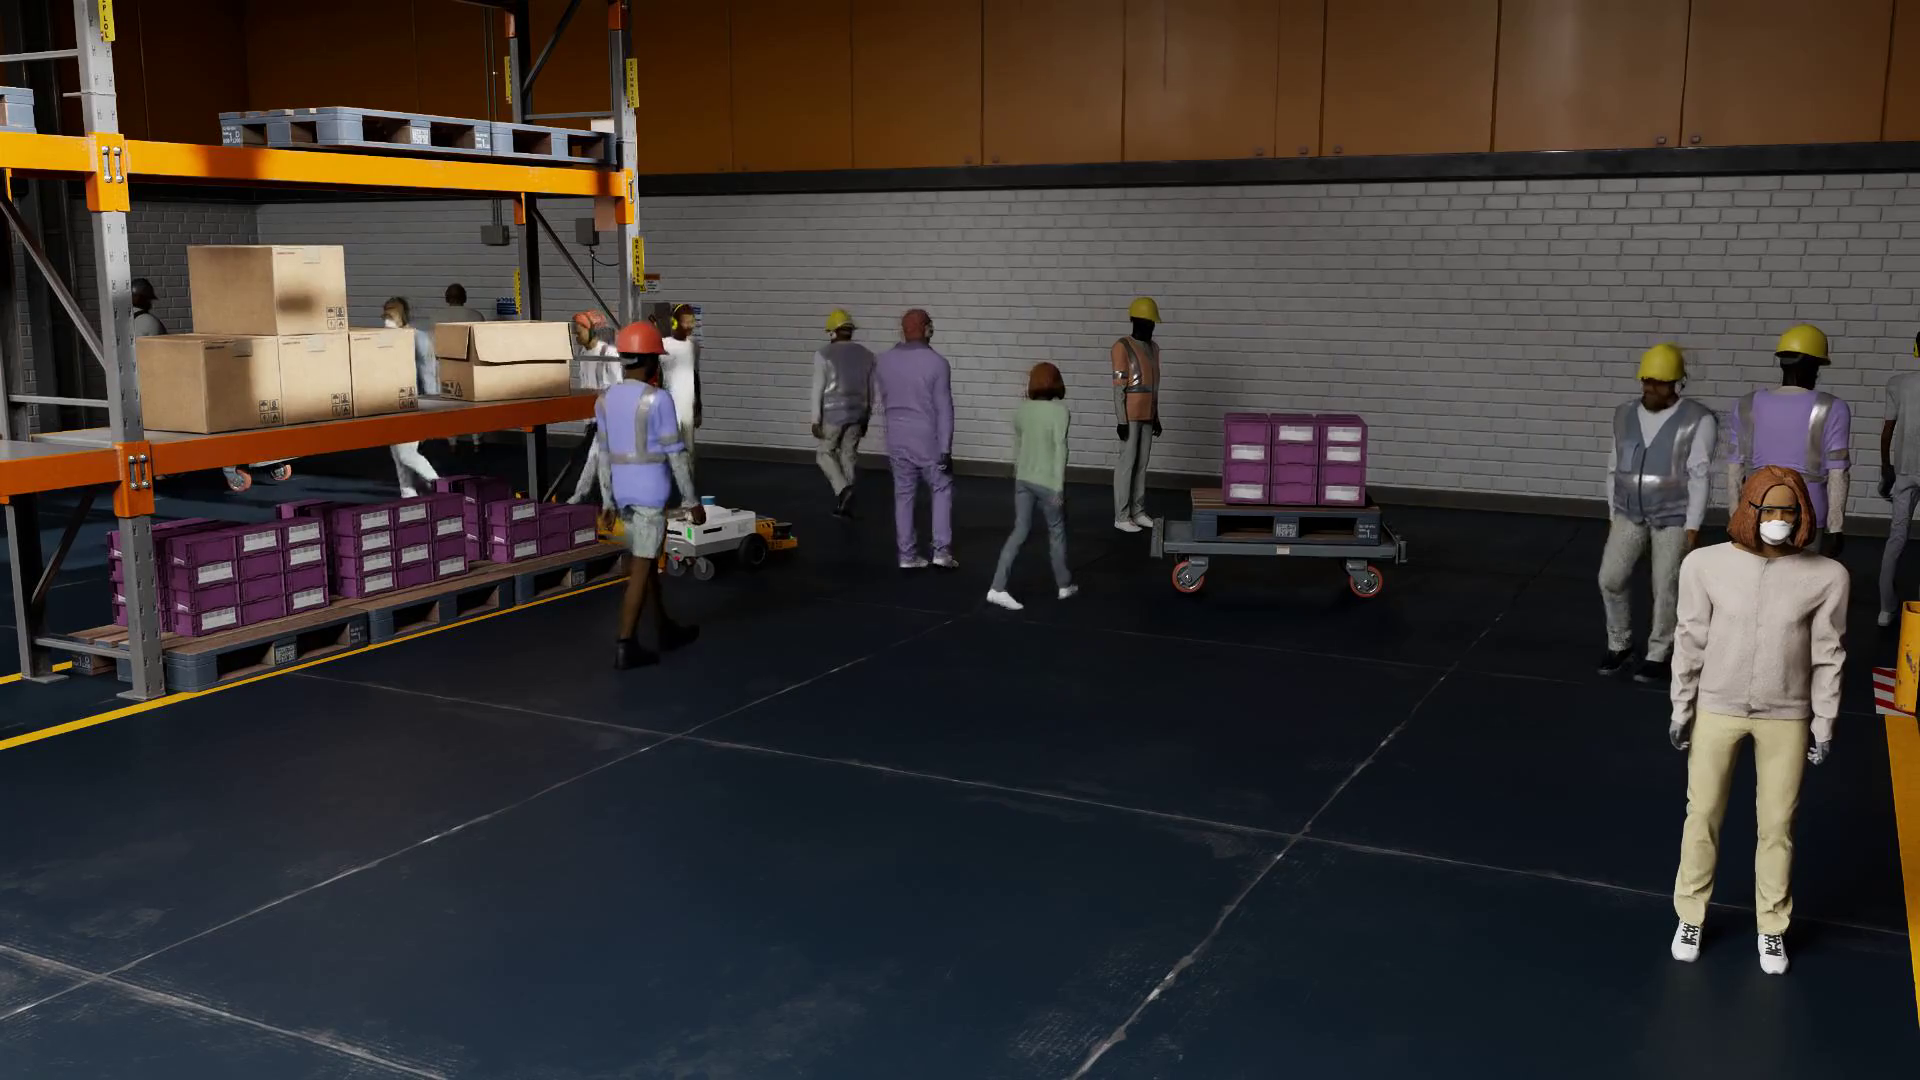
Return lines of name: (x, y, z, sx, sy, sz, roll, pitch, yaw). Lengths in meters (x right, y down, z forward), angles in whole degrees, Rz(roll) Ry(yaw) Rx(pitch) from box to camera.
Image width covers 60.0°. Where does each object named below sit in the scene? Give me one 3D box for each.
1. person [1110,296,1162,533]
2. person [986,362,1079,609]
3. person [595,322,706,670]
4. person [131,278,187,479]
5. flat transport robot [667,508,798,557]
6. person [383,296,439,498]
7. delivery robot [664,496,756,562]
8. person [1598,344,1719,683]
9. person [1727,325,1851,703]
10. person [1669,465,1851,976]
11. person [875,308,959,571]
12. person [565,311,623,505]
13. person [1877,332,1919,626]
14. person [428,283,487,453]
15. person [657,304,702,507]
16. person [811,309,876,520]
person: (1.471, -1.033, 13.689, 0.366, 1.926, 0.587, 8, 12, 37)
person: (0.506, -0.355, 10.772, 0.540, 1.576, 0.832, 9, 13, 42)
person: (-1.722, -0.254, 9.277, 0.556, 1.924, 0.676, 8, 13, 38)
person: (-8.209, -1.634, 16.837, 0.682, 2.000, 0.538, 4, 11, 23)
flat transport robot: (-1.959, -0.085, 12.987, 0.652, 0.197, 1.431, -9, 13, -42)
person: (-4.679, -1.091, 14.062, 0.628, 1.926, 0.463, 7, 12, 33)
delivery robot: (-1.787, -0.072, 11.816, 0.477, 0.478, 0.707, 7, 12, 36)
person: (3.660, -0.128, 8.791, 0.471, 1.803, 0.598, -9, 13, -43)
person: (4.199, -0.125, 8.453, 0.381, 1.918, 0.584, -9, 13, -43)
person: (2.522, 0.568, 5.292, 0.496, 1.629, 0.277, 4, 11, 22)
person: (-0.266, -0.710, 11.910, 0.660, 1.888, 0.540, 6, 11, 31)
person: (-3.090, -1.082, 14.426, 1.153, 1.787, 0.591, -8, 13, -39)
person: (5.824, -0.379, 10.060, 0.328, 1.873, 0.520, -6, 12, -33)
person: (-5.721, -1.957, 19.021, 0.628, 1.933, 0.377, -2, 10, -10)
person: (-2.537, -1.166, 14.728, 0.555, 1.846, 0.557, 9, 13, 43)
person: (-0.983, -1.048, 14.131, 0.614, 1.803, 0.555, -6, 12, -31)
